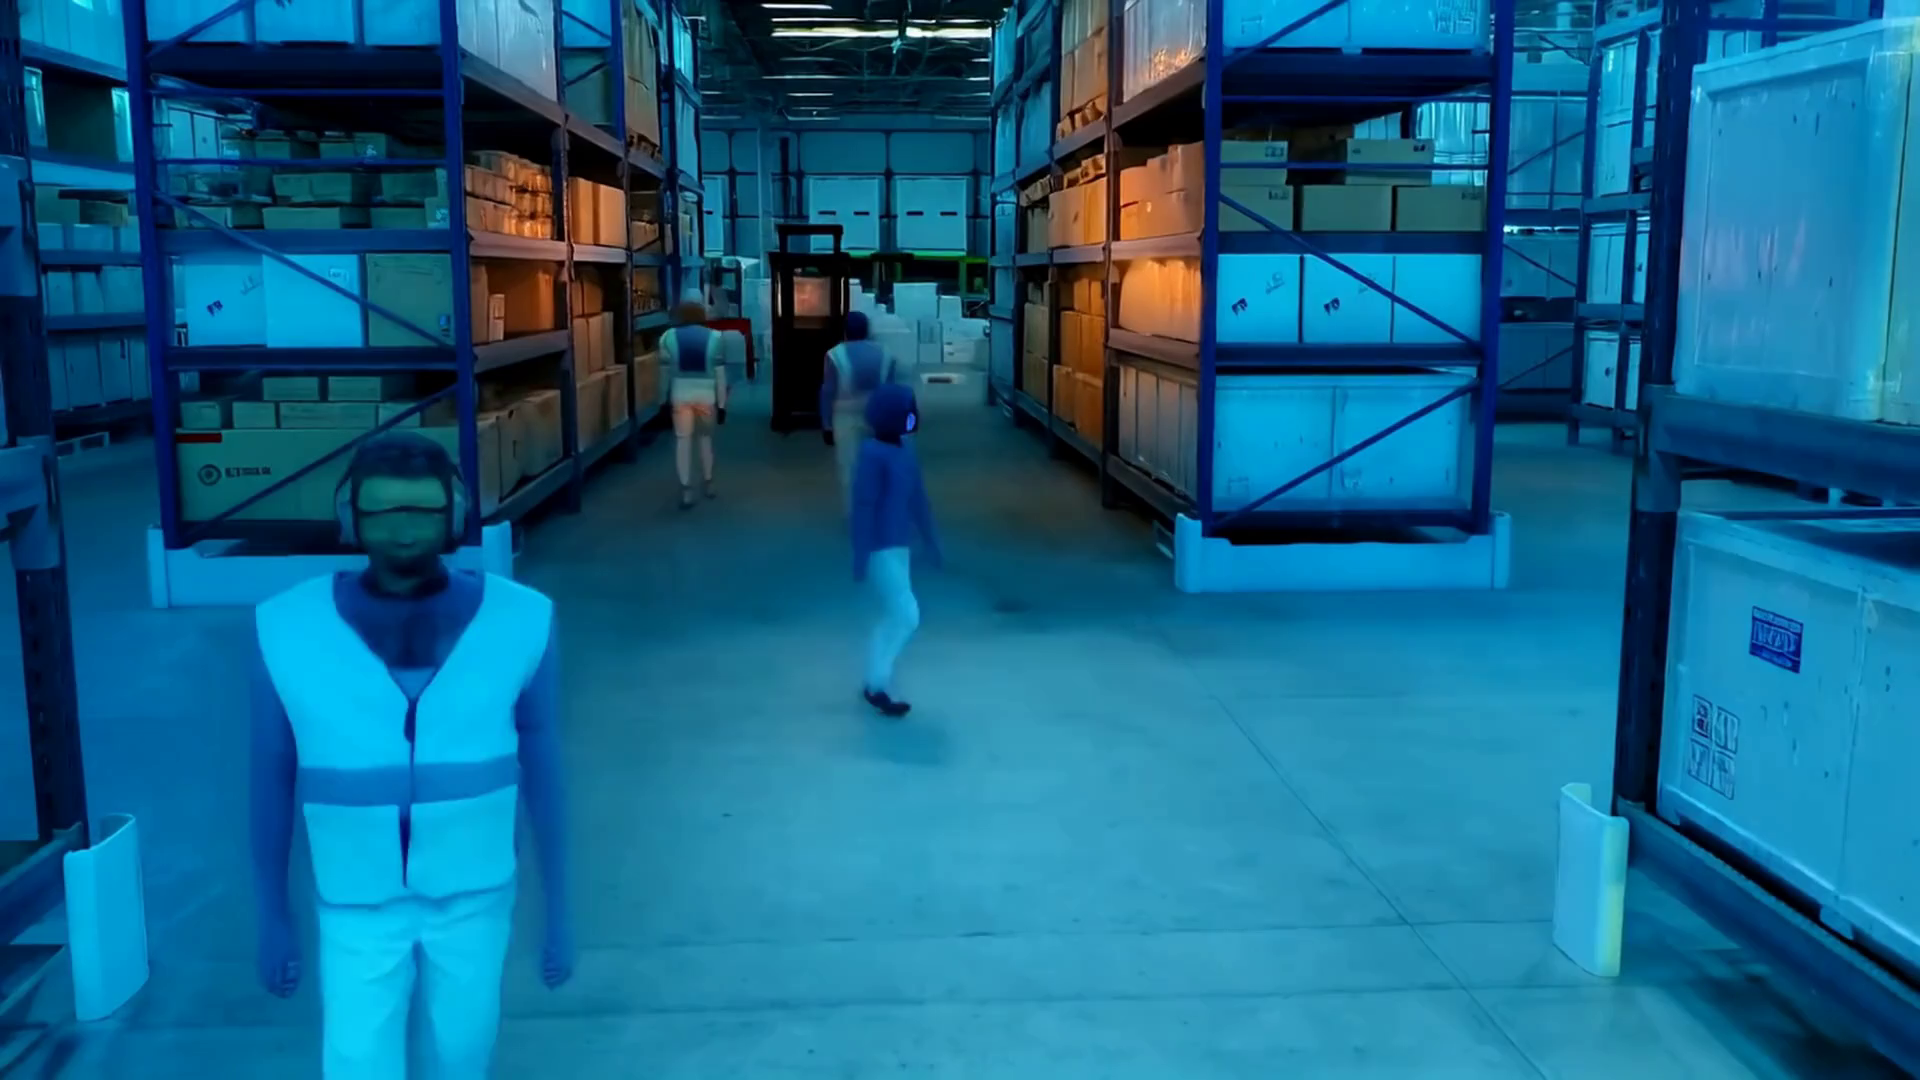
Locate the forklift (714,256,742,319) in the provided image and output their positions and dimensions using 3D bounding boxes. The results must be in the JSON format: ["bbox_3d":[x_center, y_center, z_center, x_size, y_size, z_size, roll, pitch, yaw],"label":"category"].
[{"bbox_3d":[-8.560,-9.153,61.804,1.129,2.768,1.873,-1,9,-4],"label":"forklift"}]

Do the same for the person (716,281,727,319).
[{"bbox_3d":[-8.127,-7.909,56.998,0.742,1.924,0.638,3,10,20],"label":"person"}]

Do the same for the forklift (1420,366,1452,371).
[{"bbox_3d":[5.165,-2.515,20.121,1.129,2.768,1.873,-1,9,-4],"label":"forklift"}]

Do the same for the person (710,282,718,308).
[{"bbox_3d":[-9.125,-8.618,61.651,0.683,1.851,0.504,4,10,25],"label":"person"}]

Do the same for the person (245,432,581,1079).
[{"bbox_3d":[-1.030,0.704,3.187,0.590,1.827,0.495,-4,10,-23],"label":"person"}]

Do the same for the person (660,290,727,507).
[{"bbox_3d":[-2.464,-1.311,15.386,0.625,1.984,1.099,-1,9,-4],"label":"person"}]

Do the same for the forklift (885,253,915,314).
[{"bbox_3d":[-1.966,-8.022,54.704,1.129,2.768,1.873,-5,10,-30],"label":"forklift"}]

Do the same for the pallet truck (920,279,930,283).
[{"bbox_3d":[-0.932,-8.922,63.114,1.885,1.965,0.823,2,9,13],"label":"pallet truck"}]

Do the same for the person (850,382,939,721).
[{"bbox_3d":[-0.313,0.056,7.937,0.449,1.618,0.509,4,10,23],"label":"person"}]

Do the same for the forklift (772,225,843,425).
[{"bbox_3d":[-2.119,-3.098,23.783,1.129,2.768,1.873,-1,9,-4],"label":"forklift"}]

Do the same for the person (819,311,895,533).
[{"bbox_3d":[-0.845,-0.947,13.561,0.652,1.829,0.442,-5,10,-29],"label":"person"}]
